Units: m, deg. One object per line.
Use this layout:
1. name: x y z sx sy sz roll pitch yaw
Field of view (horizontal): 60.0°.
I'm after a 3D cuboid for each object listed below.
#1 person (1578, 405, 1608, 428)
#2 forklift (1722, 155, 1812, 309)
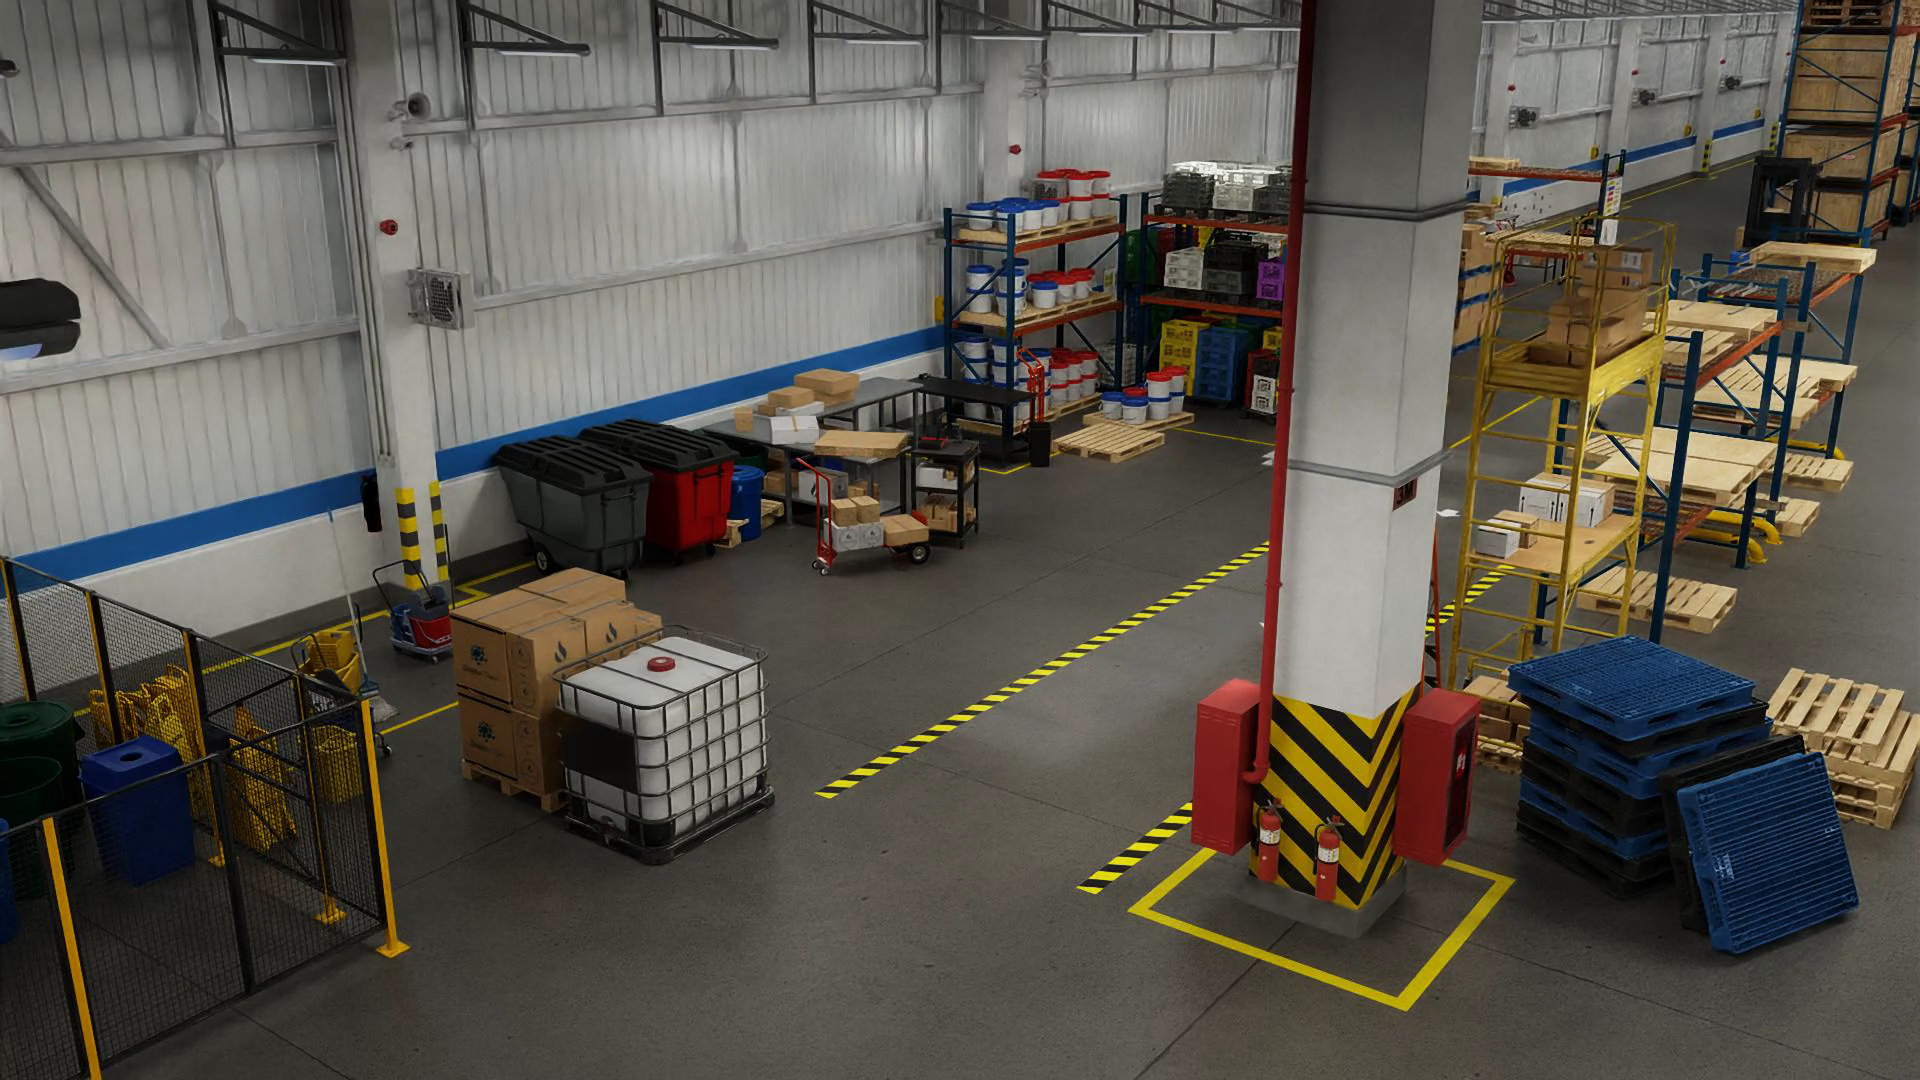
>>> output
1. person: 8.813 -2.473 22.711 0.445 1.919 0.663 9 20 25
2. forklift: 15.458 -5.889 31.644 1.129 2.768 1.873 13 22 34
